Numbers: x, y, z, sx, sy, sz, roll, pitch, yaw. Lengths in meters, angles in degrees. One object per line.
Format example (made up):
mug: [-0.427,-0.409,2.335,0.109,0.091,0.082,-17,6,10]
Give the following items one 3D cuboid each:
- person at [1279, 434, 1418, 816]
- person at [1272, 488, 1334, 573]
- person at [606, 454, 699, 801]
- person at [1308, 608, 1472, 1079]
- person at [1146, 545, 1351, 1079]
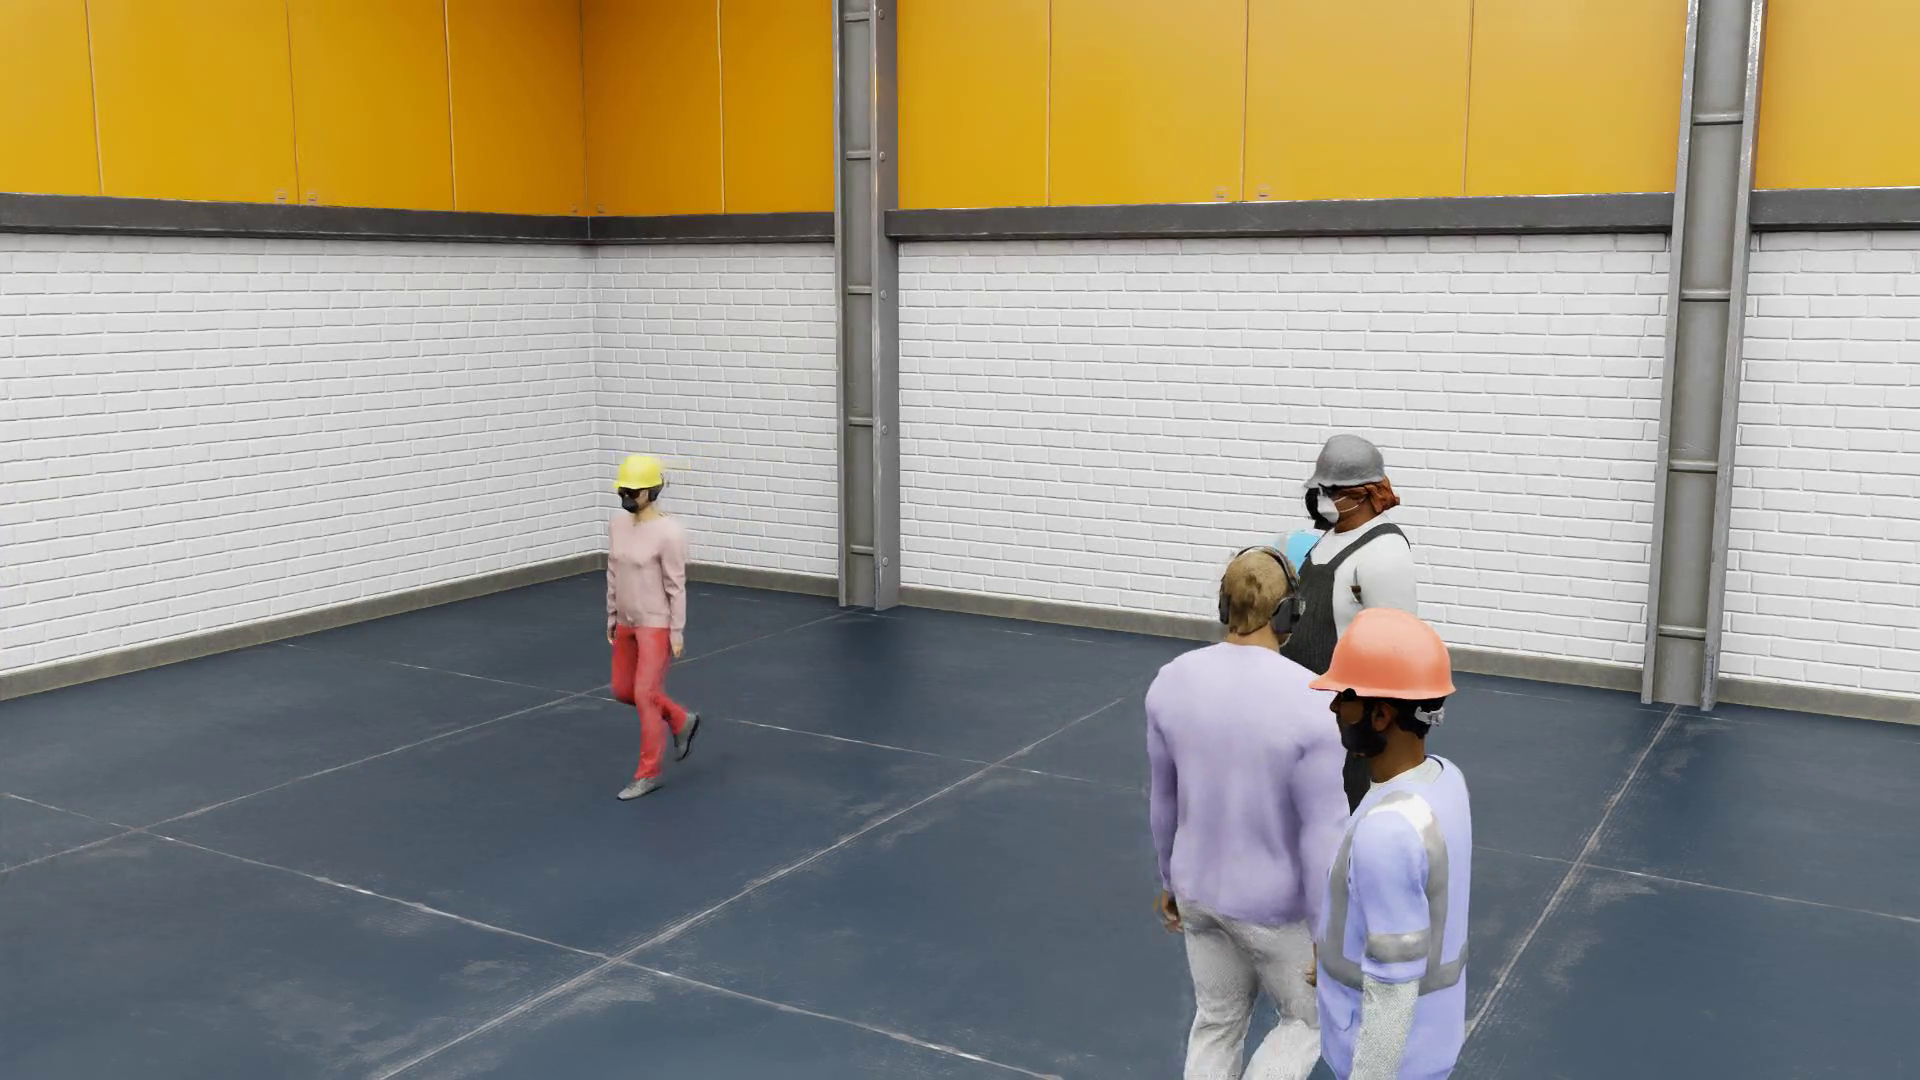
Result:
person: [1.480,0.589,6.545,0.537,2.000,0.678,-1,9,-5]
person: [1.810,0.507,8.170,0.606,1.674,0.548,-9,13,-44]
person: [-1.561,0.416,8.500,0.527,1.749,0.569,7,12,39]
person: [0.913,1.104,3.647,0.356,1.937,0.552,4,10,25]
person: [0.789,0.967,4.529,0.432,1.924,0.644,-9,13,-44]
